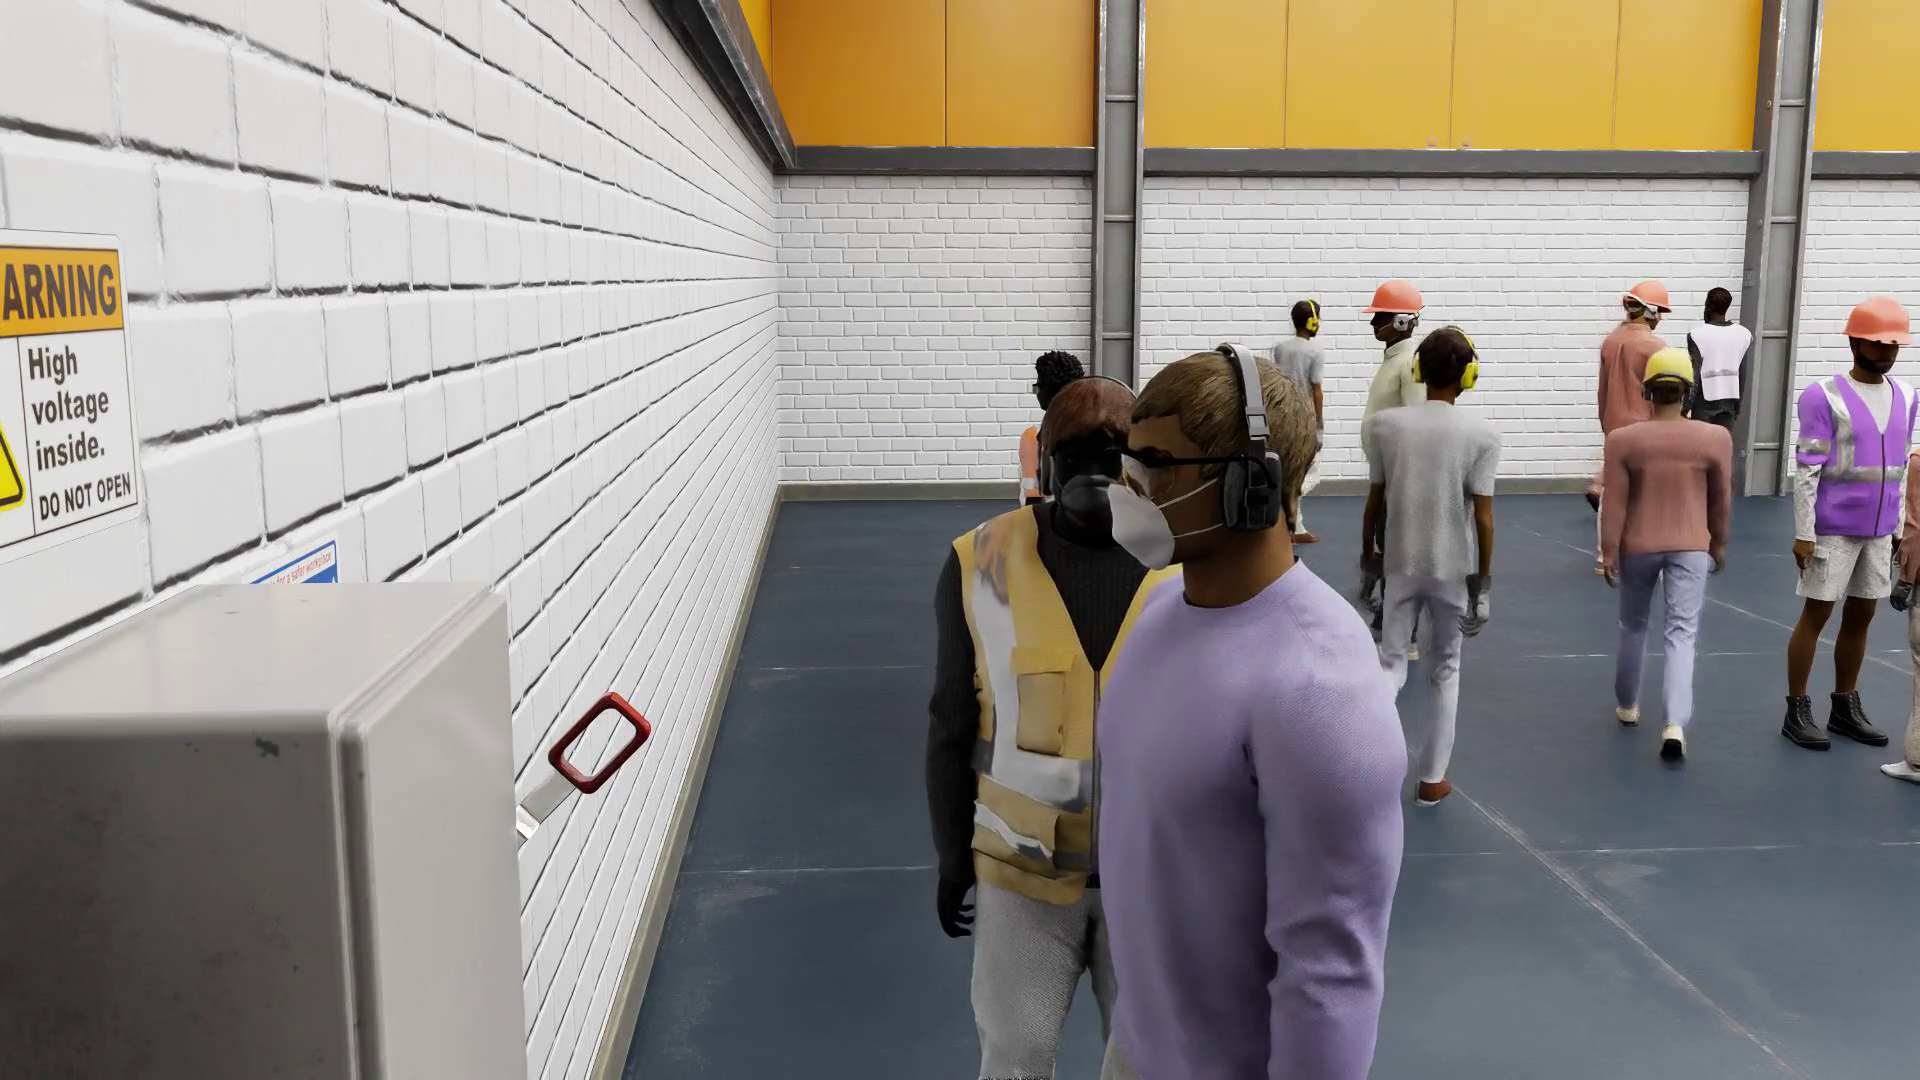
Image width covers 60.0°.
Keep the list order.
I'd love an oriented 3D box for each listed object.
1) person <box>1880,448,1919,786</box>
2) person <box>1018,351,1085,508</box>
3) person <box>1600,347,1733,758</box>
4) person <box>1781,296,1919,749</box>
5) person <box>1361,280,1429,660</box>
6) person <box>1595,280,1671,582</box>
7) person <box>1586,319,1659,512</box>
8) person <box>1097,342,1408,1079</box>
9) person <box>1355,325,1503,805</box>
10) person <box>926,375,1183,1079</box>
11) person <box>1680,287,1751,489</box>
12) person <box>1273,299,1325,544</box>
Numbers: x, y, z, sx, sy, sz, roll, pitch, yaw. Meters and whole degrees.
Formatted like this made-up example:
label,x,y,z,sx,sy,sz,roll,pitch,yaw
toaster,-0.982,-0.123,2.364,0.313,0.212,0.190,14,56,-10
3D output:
label,x,y,z,sx,sy,sz,roll,pitch,yaw
person,3.940,0.167,6.568,0.522,1.640,0.306,-1,9,-7
person,0.428,0.023,7.290,0.317,1.696,0.539,7,12,38
person,3.017,0.035,7.132,0.522,1.723,0.893,4,10,21
person,3.826,-0.064,7.091,0.552,1.932,0.377,-2,9,-12
person,2.280,-0.361,8.765,0.379,1.996,0.610,0,9,2
person,4.494,-0.720,11.051,0.392,1.986,0.609,-3,9,-17
person,5.509,-1.074,13.555,0.508,1.895,0.672,-1,9,-6
person,0.330,0.717,2.176,0.372,1.940,0.631,-2,9,-13
person,1.691,0.133,6.139,0.534,1.846,0.765,4,10,26
person,0.248,0.612,3.140,0.627,1.843,0.429,1,9,3
person,6.412,-1.182,14.153,0.591,1.922,0.392,-3,9,-16
person,2.484,-0.854,12.364,0.569,1.846,0.509,-6,11,-33
